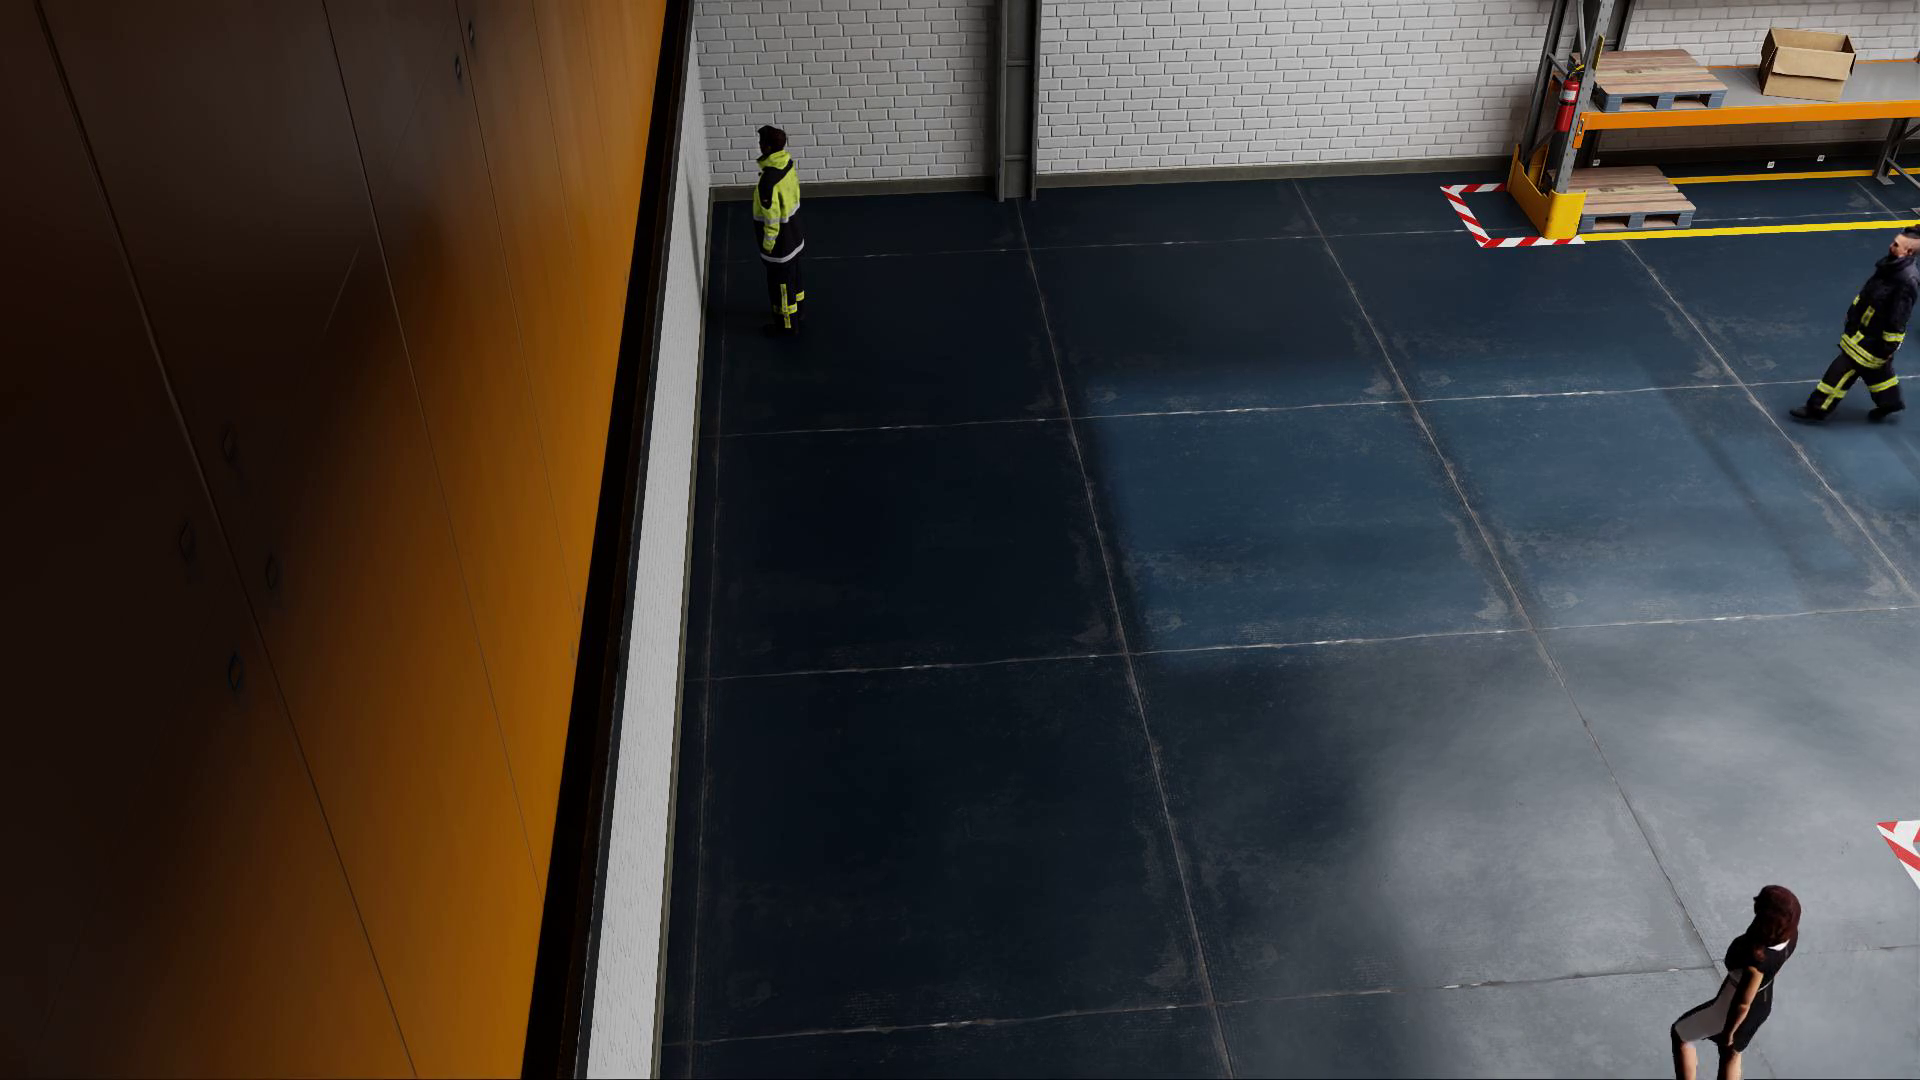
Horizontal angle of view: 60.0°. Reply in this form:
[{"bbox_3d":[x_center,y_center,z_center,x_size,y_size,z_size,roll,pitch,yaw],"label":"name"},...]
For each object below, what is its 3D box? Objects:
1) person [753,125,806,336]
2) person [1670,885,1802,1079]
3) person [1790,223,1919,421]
[{"bbox_3d":[-1.611,-2.772,14.855,0.762,1.983,0.839,7,39,9],"label":"person"},{"bbox_3d":[4.033,2.452,8.472,0.709,1.786,0.773,-24,44,-27],"label":"person"},{"bbox_3d":[7.645,-1.748,13.692,1.250,1.834,1.002,10,40,12],"label":"person"}]
